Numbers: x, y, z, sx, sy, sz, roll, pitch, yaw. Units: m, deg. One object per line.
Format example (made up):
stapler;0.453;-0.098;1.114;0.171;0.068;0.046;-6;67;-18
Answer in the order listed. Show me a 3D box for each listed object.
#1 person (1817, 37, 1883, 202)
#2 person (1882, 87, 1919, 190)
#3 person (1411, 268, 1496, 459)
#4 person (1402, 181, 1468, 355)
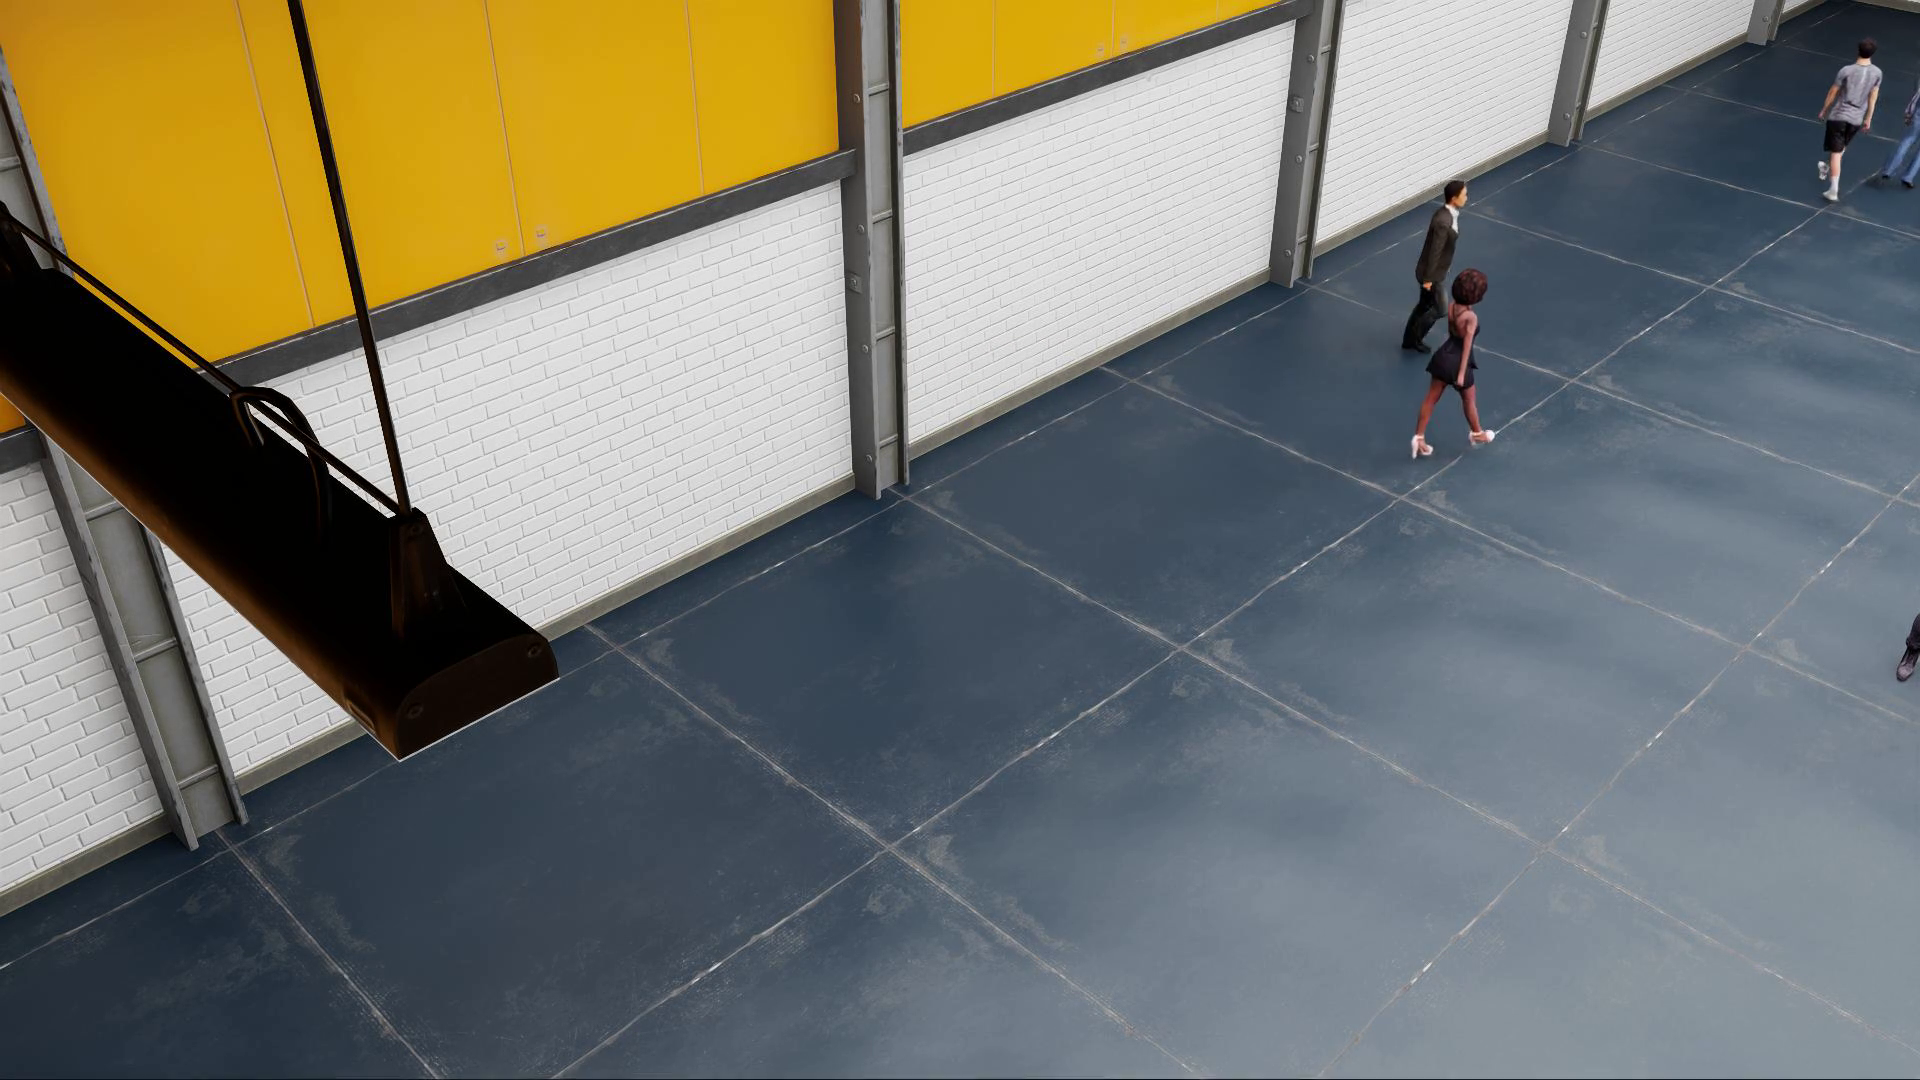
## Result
person;10.351;-4.859;19.370;1.115;1.838;1.239;3;34;5
person;11.424;-4.985;19.633;0.738;1.757;0.677;22;39;29
person;4.173;-1.472;14.349;1.110;1.755;0.872;-11;35;-16
person;4.482;-2.613;16.041;0.899;1.782;0.750;10;35;15
